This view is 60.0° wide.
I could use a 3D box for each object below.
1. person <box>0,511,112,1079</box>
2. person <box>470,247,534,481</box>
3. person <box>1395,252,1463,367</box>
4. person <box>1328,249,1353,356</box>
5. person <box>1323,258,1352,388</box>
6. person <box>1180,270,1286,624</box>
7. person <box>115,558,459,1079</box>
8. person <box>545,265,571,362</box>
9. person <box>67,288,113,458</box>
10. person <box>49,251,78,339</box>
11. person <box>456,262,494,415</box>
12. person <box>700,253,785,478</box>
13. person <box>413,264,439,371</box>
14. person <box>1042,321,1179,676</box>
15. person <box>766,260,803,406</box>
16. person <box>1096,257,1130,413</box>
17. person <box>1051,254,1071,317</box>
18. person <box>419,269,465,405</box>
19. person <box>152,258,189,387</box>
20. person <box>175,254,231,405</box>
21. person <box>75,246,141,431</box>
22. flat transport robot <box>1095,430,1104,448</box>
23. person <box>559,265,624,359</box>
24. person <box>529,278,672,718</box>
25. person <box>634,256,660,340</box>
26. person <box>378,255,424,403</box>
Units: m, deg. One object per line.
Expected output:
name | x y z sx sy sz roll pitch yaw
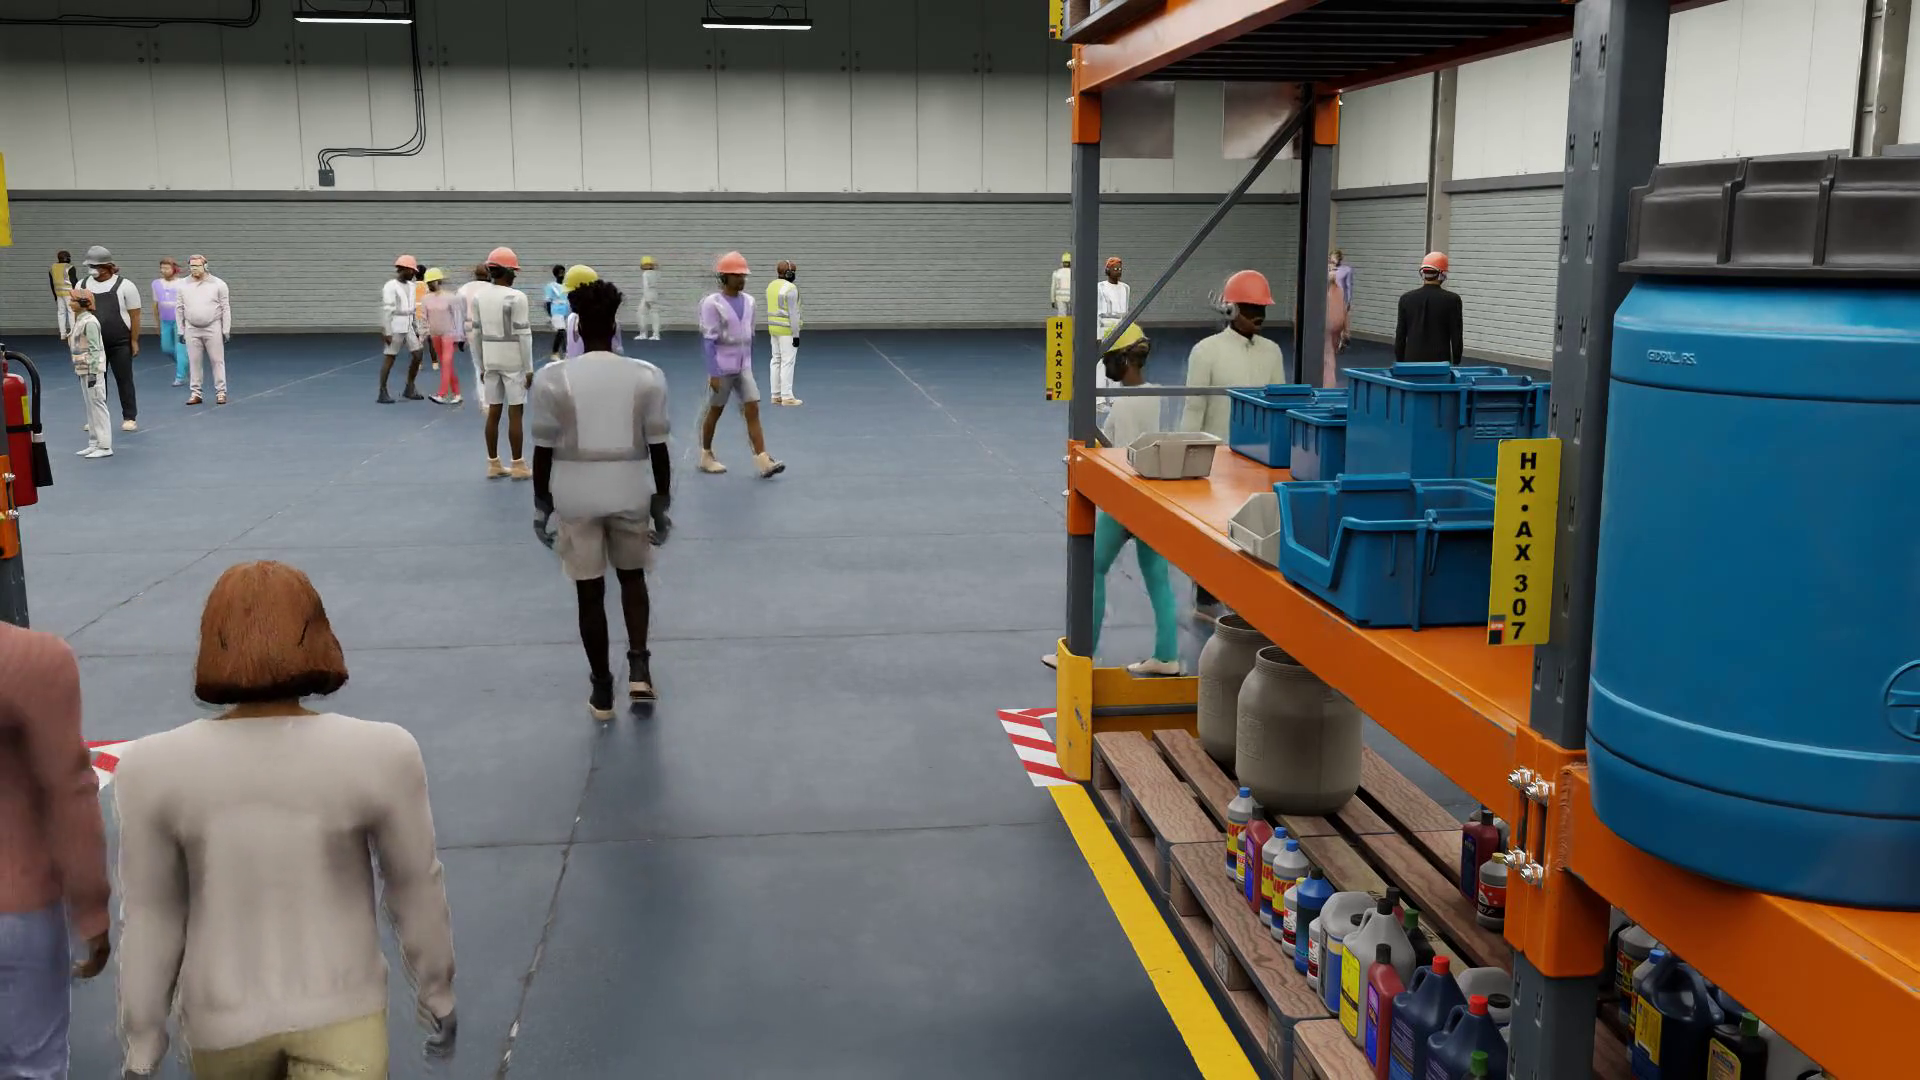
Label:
person | -1.892 0.690 3.169 0.548 1.745 0.412 0 10 -2
person | -3.978 -1.540 14.614 0.613 2.039 0.393 5 11 25
person | 4.349 -1.663 15.412 0.619 1.992 0.396 7 12 33
person | 6.718 -4.271 29.974 0.647 1.892 0.968 3 11 15
person | 4.443 -2.502 20.337 0.636 1.877 0.919 -9 14 -40
person | 1.548 -0.441 8.841 0.647 1.944 0.996 -7 13 -34
person | -1.165 0.820 2.931 0.535 1.581 0.860 -2 11 -11
person | -6.649 -3.779 27.931 0.854 1.647 0.545 7 12 33
person | -8.437 -1.615 16.121 0.309 1.641 0.513 -8 13 -38
person | -18.601 -5.094 34.651 0.635 1.840 0.429 3 11 15
person | -5.696 -2.445 20.184 0.665 1.819 0.735 1 10 8
person | -1.997 -1.542 14.763 1.079 1.985 0.629 10 14 42
person | -8.568 -3.531 26.488 0.537 1.690 0.322 -4 11 -19
person | 0.744 -0.192 8.088 0.777 1.729 0.521 5 12 27
person | -2.211 -2.621 21.125 0.430 1.836 0.629 -8 13 -36
person | 1.860 -2.500 20.313 0.575 1.882 0.355 -8 13 -39
person | 2.138 -4.846 33.436 0.617 1.781 0.914 0 10 3
person | -6.589 -2.558 21.058 0.538 1.713 0.886 3 11 16
person | -11.261 -3.135 23.924 0.577 1.831 0.605 0 10 2
person | -9.649 -2.675 21.208 0.649 1.906 0.401 -2 10 -9
person | -9.399 -2.213 18.303 0.675 2.000 0.537 -1 10 -5
flat transport robot | 1.402 -0.907 15.998 0.652 0.197 1.431 1 10 6
person | -2.759 -1.079 12.415 0.593 1.918 0.380 9 14 40
person | -1.599 -0.178 7.414 0.607 1.950 0.437 -4 11 -21
person | -6.528 -5.010 34.497 0.667 1.716 0.498 3 11 18
person | -7.218 -2.717 21.460 0.612 1.894 0.634 4 11 19
